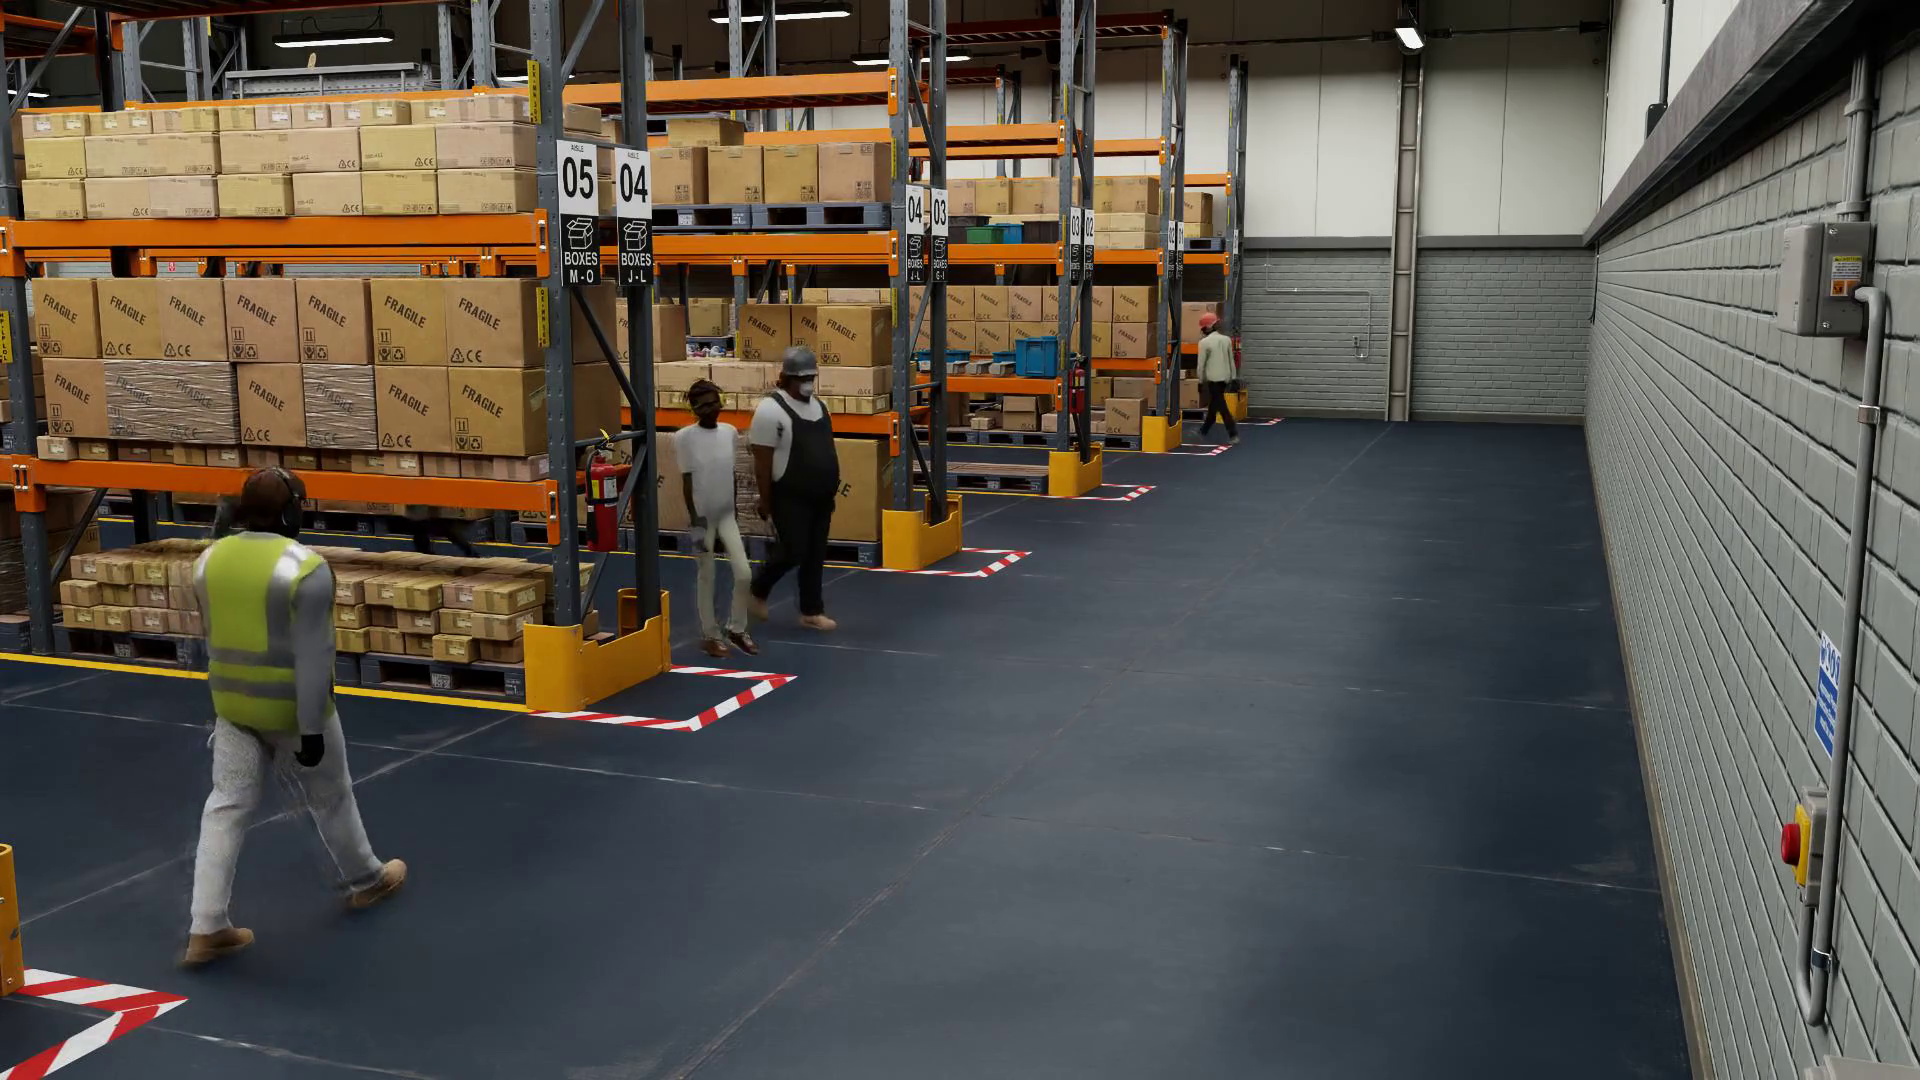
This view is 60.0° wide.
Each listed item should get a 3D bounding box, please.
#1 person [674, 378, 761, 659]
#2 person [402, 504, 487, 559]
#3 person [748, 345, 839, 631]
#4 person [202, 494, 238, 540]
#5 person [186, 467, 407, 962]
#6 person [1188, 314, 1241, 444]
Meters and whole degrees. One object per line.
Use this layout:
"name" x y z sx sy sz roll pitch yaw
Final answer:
"person" -1.575 -0.121 10.708 0.530 1.839 0.526 -7 12 -38
"person" -4.032 -0.509 12.784 0.629 1.948 0.612 4 10 23
"person" -1.137 -0.368 11.618 0.645 2.000 0.694 6 11 34
"person" -6.352 -0.776 14.678 1.046 1.882 0.645 7 11 36
"person" -2.574 0.622 6.253 0.641 1.793 0.979 3 10 18
"person" 3.795 -2.372 24.541 0.674 1.917 1.046 -7 11 -37
